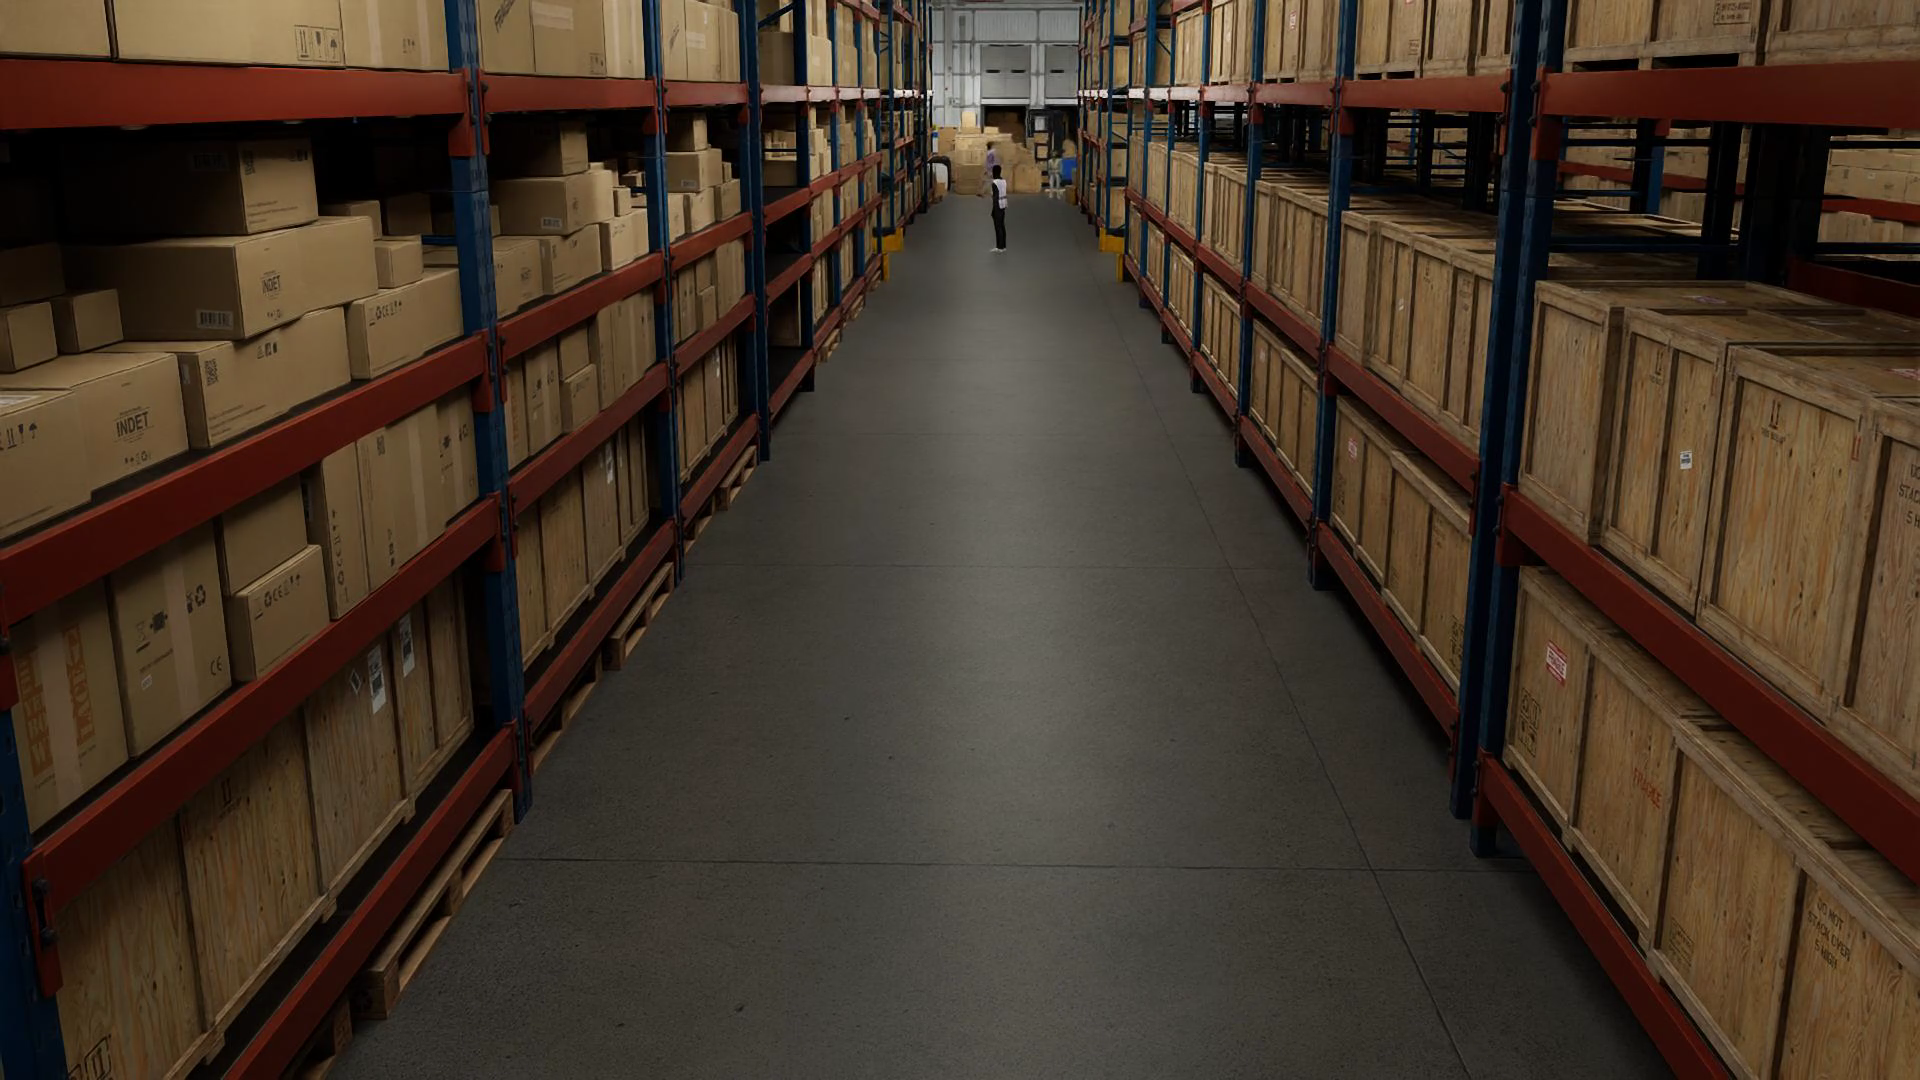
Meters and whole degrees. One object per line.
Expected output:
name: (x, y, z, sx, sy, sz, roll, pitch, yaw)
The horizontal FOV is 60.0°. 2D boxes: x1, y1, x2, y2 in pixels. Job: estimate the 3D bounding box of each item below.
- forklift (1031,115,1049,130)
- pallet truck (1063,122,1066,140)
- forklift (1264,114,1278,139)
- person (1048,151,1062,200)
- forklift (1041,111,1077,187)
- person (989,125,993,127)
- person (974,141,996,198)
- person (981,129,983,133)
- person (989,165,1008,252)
forklift: (3.457, -17.035, 71.174, 1.129, 2.768, 1.873, 0, 15, 2)
pallet truck: (5.788, -21.111, 88.014, 1.885, 1.965, 0.823, 5, 16, 18)
forklift: (11.045, -14.167, 60.502, 1.129, 2.768, 1.873, 0, 15, 2)
person: (3.183, -12.158, 55.443, 0.519, 1.613, 0.780, 4, 16, 15)
forklift: (3.698, -14.641, 62.266, 1.873, 2.768, 1.129, 0, 15, 1)
person: (1.546, -19.413, 81.807, 0.366, 1.938, 0.630, -1, 15, -2)
person: (0.990, -12.469, 56.077, 1.012, 1.884, 0.651, 2, 15, 7)
person: (1.151, -21.200, 89.066, 0.525, 1.612, 0.715, 14, 21, 43)
person: (0.873, -7.412, 37.198, 0.375, 1.915, 0.592, 6, 16, 22)
